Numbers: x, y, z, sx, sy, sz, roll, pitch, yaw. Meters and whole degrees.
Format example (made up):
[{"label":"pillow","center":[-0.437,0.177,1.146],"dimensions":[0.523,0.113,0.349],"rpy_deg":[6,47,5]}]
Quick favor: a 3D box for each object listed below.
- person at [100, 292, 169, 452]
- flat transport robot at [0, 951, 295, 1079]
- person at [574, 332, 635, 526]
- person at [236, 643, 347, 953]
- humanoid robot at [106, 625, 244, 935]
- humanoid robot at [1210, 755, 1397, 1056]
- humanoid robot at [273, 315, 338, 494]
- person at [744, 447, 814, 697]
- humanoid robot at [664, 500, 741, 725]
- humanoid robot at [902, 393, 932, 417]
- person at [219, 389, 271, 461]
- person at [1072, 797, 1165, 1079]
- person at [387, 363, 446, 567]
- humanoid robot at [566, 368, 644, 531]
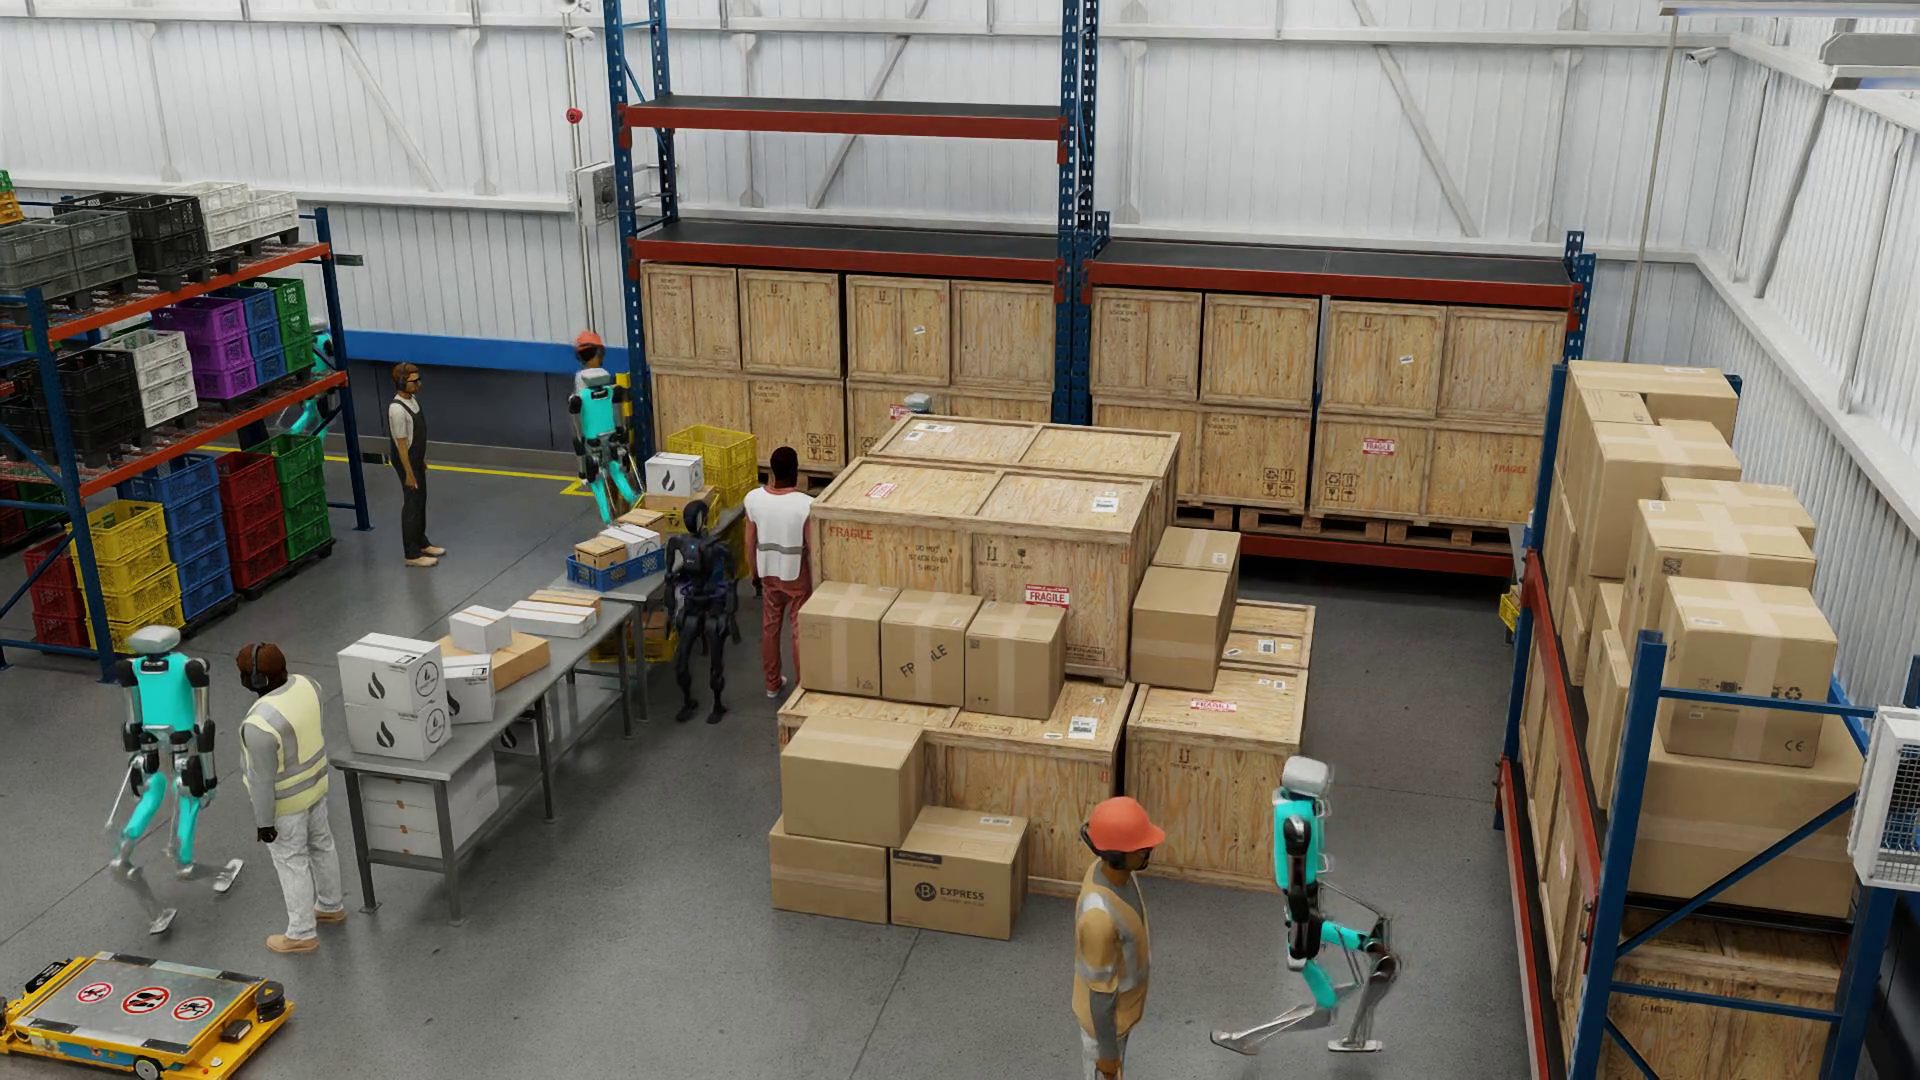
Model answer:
[{"label":"person","center":[-8.759,-1.836,17.618],"dimensions":[0.506,1.864,0.329],"rpy_deg":[-8,22,-21]},{"label":"flat transport robot","center":[-4.270,2.464,8.601],"dimensions":[1.431,0.231,0.659],"rpy_deg":[5,22,13]},{"label":"person","center":[-3.123,-0.855,14.901],"dimensions":[0.467,1.980,0.740],"rpy_deg":[-11,23,-26]},{"label":"person","center":[-3.708,1.409,9.173],"dimensions":[0.429,1.837,0.622],"rpy_deg":[3,21,8]},{"label":"humanoid robot","center":[-4.505,1.416,9.309],"dimensions":[0.553,1.731,0.980],"rpy_deg":[2,21,6]},{"label":"humanoid robot","center":[1.808,1.874,8.133],"dimensions":[1.065,1.747,0.554],"rpy_deg":[3,21,7]},{"label":"humanoid robot","center":[-6.428,-1.226,16.337],"dimensions":[0.550,1.888,0.751],"rpy_deg":[16,26,36]},{"label":"person","center":[-1.269,0.254,12.072],"dimensions":[0.589,1.918,0.390],"rpy_deg":[8,22,21]},{"label":"humanoid robot","center":[-1.806,0.526,11.692],"dimensions":[0.589,1.655,0.375],"rpy_deg":[6,22,15]},{"label":"humanoid robot","center":[-0.150,-0.370,13.934],"dimensions":[0.982,1.724,0.537],"rpy_deg":[4,21,10]},{"label":"person","center":[-7.275,-1.532,16.818],"dimensions":[0.312,1.865,0.528],"rpy_deg":[11,24,27]},{"label":"person","center":[0.675,2.032,7.243],"dimensions":[0.366,2.048,0.606],"rpy_deg":[4,21,10]},{"label":"person","center":[-4.796,-0.658,14.579],"dimensions":[0.343,1.838,0.499],"rpy_deg":[-2,21,-6]},{"label":"humanoid robot","center":[-3.015,-0.562,14.530],"dimensions":[0.545,1.851,0.654],"rpy_deg":[-18,27,-39]}]
